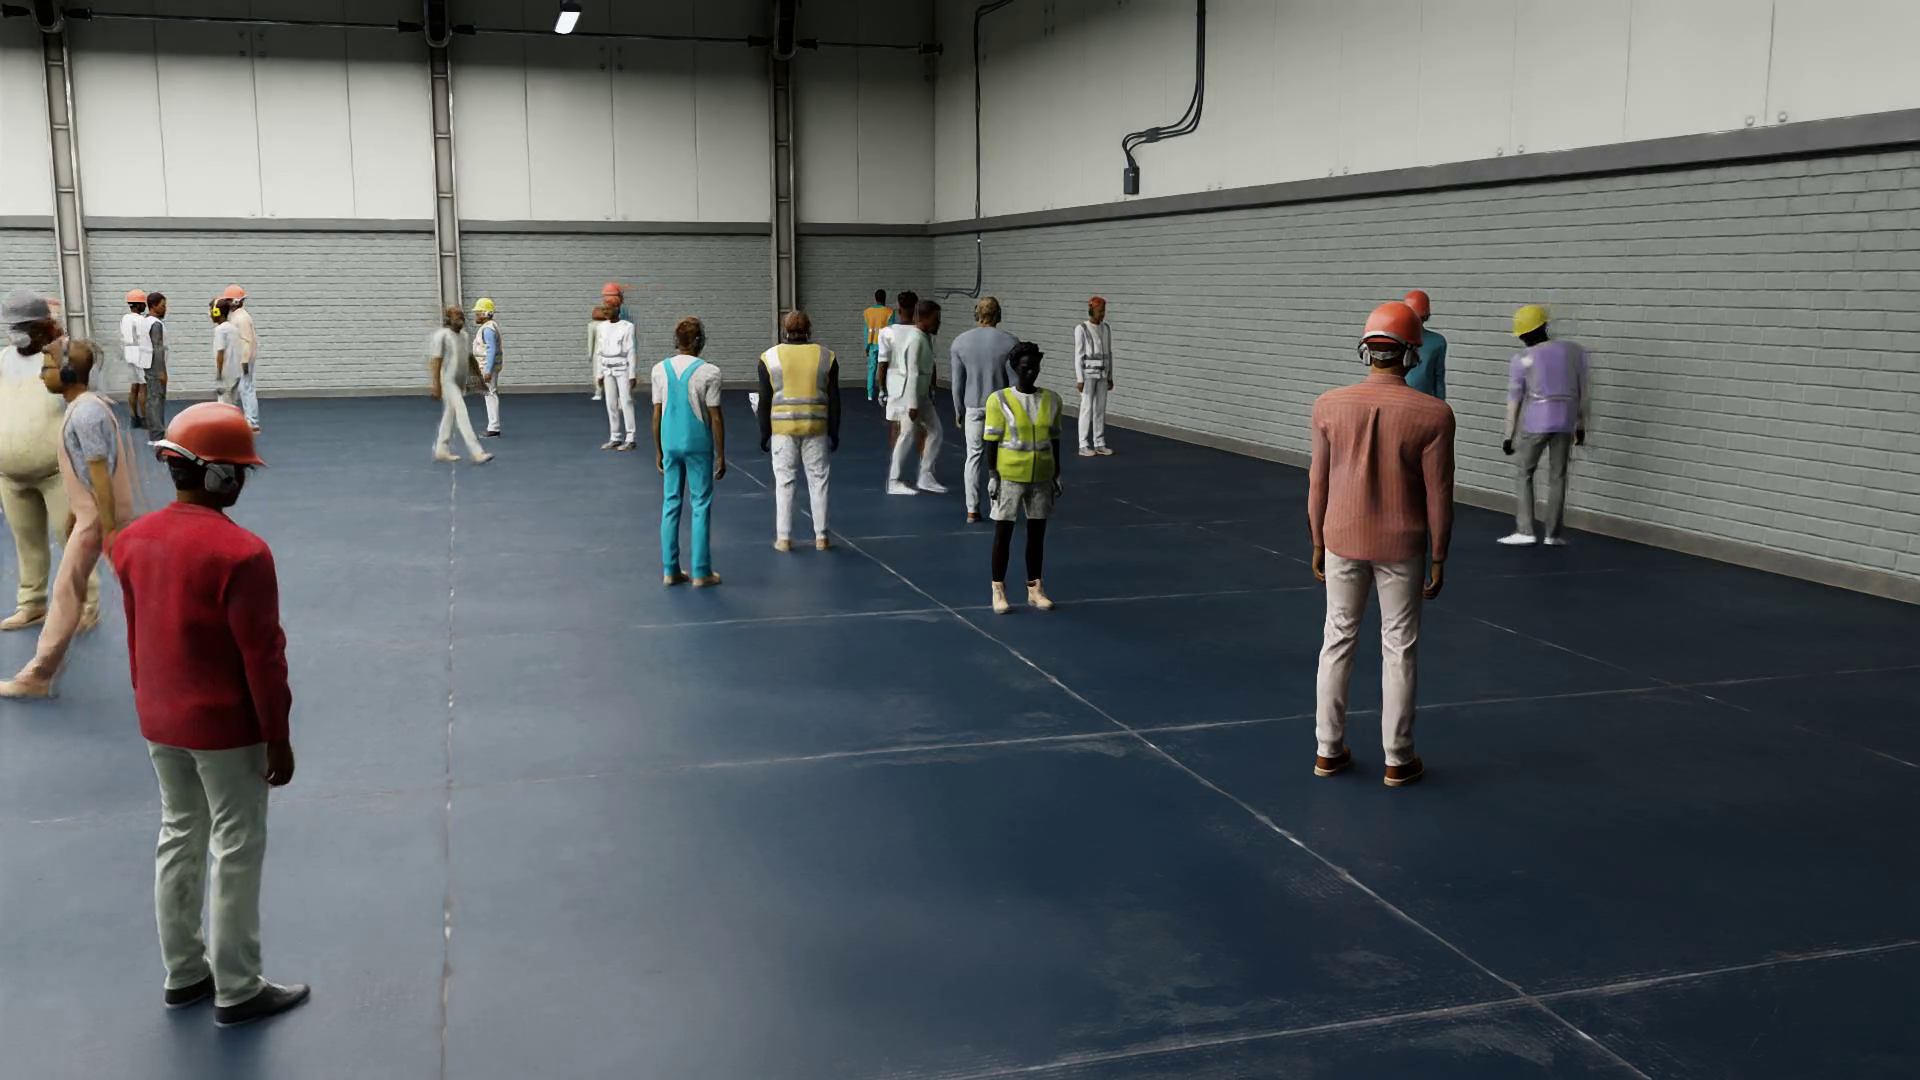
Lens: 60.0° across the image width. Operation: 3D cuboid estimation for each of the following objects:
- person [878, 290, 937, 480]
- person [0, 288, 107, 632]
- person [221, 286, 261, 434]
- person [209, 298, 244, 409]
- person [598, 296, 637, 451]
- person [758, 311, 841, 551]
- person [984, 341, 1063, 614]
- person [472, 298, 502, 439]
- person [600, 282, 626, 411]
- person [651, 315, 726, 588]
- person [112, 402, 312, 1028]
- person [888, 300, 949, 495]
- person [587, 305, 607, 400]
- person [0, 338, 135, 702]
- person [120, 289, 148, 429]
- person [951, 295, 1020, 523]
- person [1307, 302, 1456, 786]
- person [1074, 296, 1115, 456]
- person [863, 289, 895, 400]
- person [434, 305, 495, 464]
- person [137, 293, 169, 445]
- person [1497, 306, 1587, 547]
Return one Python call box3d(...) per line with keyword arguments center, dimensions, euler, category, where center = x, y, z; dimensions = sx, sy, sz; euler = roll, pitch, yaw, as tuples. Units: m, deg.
box3d(center=(-0.536, -1.558, 16.981), dimensions=(0.612, 1.963, 0.361), euler=(-1, 9, -7), category="person")
box3d(center=(-5.409, -0.465, 9.774), dimensions=(0.691, 2.000, 0.535), euler=(1, 9, 5), category="person")
box3d(center=(-9.630, -2.400, 22.265), dimensions=(0.396, 1.992, 0.623), euler=(-5, 10, -30), category="person")
box3d(center=(-8.544, -1.869, 19.315), dimensions=(0.382, 1.863, 0.558), euler=(0, 9, -1), category="person")
box3d(center=(-4.163, -2.020, 20.209), dimensions=(0.586, 1.878, 0.357), euler=(5, 10, 30), category="person")
box3d(center=(-1.230, -0.830, 12.741), dimensions=(0.634, 1.839, 0.429), euler=(-2, 9, -10), category="person")
box3d(center=(0.403, -0.389, 10.384), dimensions=(0.537, 1.695, 0.320), euler=(-3, 10, -21), category="person")
box3d(center=(-6.196, -2.245, 21.789), dimensions=(0.404, 1.830, 0.601), euler=(-2, 9, -15), category="person")
box3d(center=(-5.463, -3.044, 26.268), dimensions=(0.419, 2.031, 0.610), euler=(-1, 9, -9), category="person")
box3d(center=(-1.824, -0.586, 11.210), dimensions=(0.511, 1.837, 0.353), euler=(3, 9, 16), category="person")
box3d(center=(-2.079, 0.485, 4.666), dimensions=(0.574, 1.742, 0.356), euler=(5, 10, 27), category="person")
box3d(center=(-0.386, -1.357, 16.000), dimensions=(0.677, 1.874, 0.619), euler=(2, 9, 11), category="person")
box3d(center=(-6.188, -3.224, 28.694), dimensions=(0.504, 1.636, 0.284), euler=(-7, 11, -39), category="person")
box3d(center=(-4.331, -0.105, 8.293), dimensions=(0.981, 1.789, 0.529), euler=(-4, 10, -22), category="person")
box3d(center=(-11.387, -2.504, 23.112), dimensions=(0.552, 1.937, 0.356), euler=(6, 11, 34), category="person")
box3d(center=(0.238, -1.103, 14.166), dimensions=(0.627, 1.940, 0.372), euler=(3, 9, 16), category="person")
box3d(center=(1.730, 0.022, 6.860), dimensions=(0.609, 1.987, 0.397), euler=(5, 10, 29), category="person")
box3d(center=(1.589, -1.924, 19.614), dimensions=(0.580, 1.879, 0.368), euler=(-8, 12, -42), category="person")
box3d(center=(-1.387, -3.353, 28.636), dimensions=(0.587, 1.910, 0.395), euler=(3, 10, 21), category="person")
box3d(center=(-5.614, -1.740, 18.720), dimensions=(0.934, 1.780, 0.647), euler=(3, 9, 18), category="person")
box3d(center=(-10.051, -2.126, 20.779), dimensions=(0.398, 1.913, 0.590), euler=(-7, 11, -37), category="person")
box3d(center=(4.520, -0.861, 12.868), dimensions=(0.686, 1.880, 0.385), euler=(0, 9, -2), category="person")
